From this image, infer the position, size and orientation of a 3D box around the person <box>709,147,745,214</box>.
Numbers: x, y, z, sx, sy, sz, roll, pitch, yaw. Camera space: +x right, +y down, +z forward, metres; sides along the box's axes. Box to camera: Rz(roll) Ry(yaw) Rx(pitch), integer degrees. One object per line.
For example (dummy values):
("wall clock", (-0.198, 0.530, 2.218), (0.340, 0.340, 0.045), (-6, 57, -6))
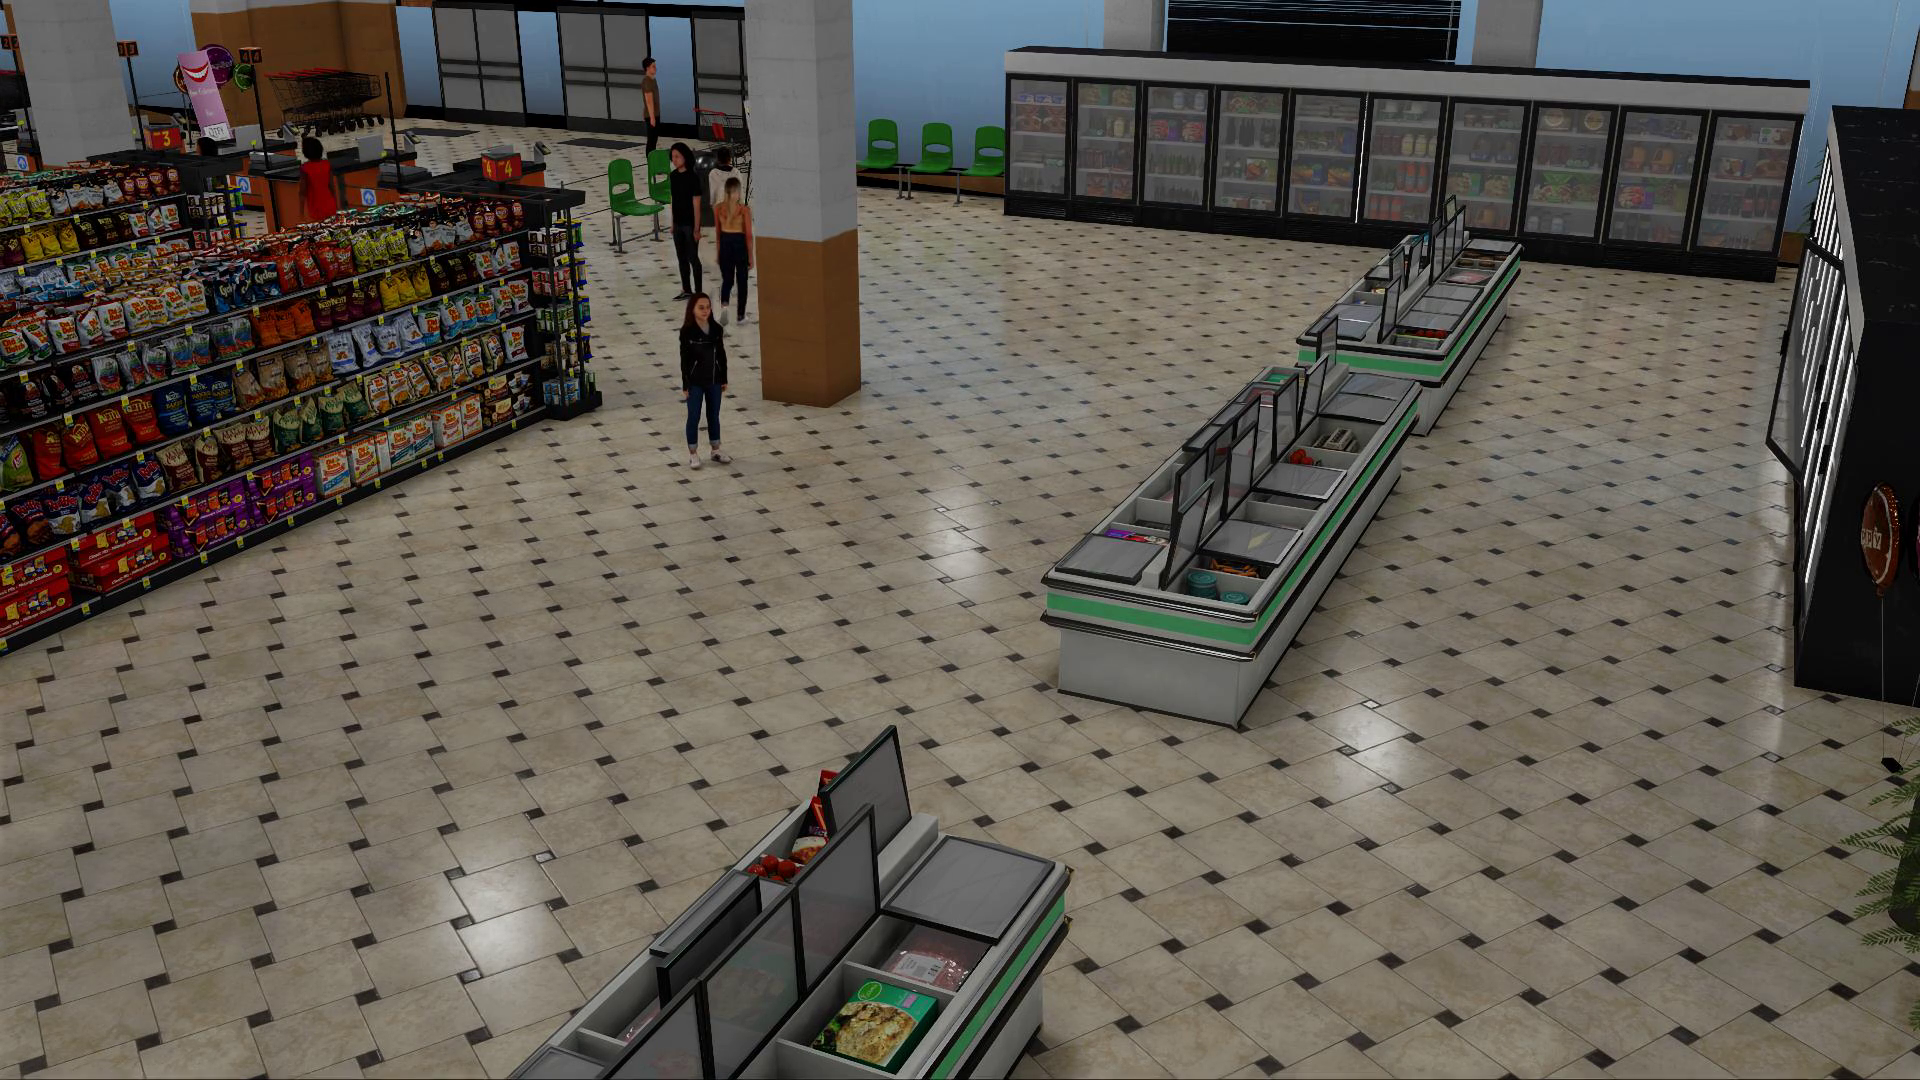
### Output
("person", (-2.932, -4.199, 20.924), (0.657, 1.455, 0.667), (-1, 22, -3))

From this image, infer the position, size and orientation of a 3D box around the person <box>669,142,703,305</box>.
("person", (-3.119, -3.642, 19.040), (0.696, 1.827, 0.632), (18, 28, 38))

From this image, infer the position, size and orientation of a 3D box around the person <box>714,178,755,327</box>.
("person", (-2.451, -3.054, 17.863), (0.739, 1.612, 0.972), (4, 22, 9))

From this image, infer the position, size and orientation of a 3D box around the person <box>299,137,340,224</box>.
("person", (-7.545, -3.901, 19.812), (0.705, 1.730, 0.623), (14, 26, 31))

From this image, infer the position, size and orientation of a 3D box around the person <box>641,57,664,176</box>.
("person", (-5.039, -6.938, 27.208), (0.802, 1.851, 0.659), (0, 22, 0))

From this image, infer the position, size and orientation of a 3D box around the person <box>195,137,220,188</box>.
("person", (-8.756, -3.850, 19.619), (0.737, 1.781, 0.661), (-6, 23, -14))

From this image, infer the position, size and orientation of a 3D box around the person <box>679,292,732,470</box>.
("person", (-2.129, -1.333, 13.757), (0.592, 1.481, 0.688), (-13, 25, -29))
